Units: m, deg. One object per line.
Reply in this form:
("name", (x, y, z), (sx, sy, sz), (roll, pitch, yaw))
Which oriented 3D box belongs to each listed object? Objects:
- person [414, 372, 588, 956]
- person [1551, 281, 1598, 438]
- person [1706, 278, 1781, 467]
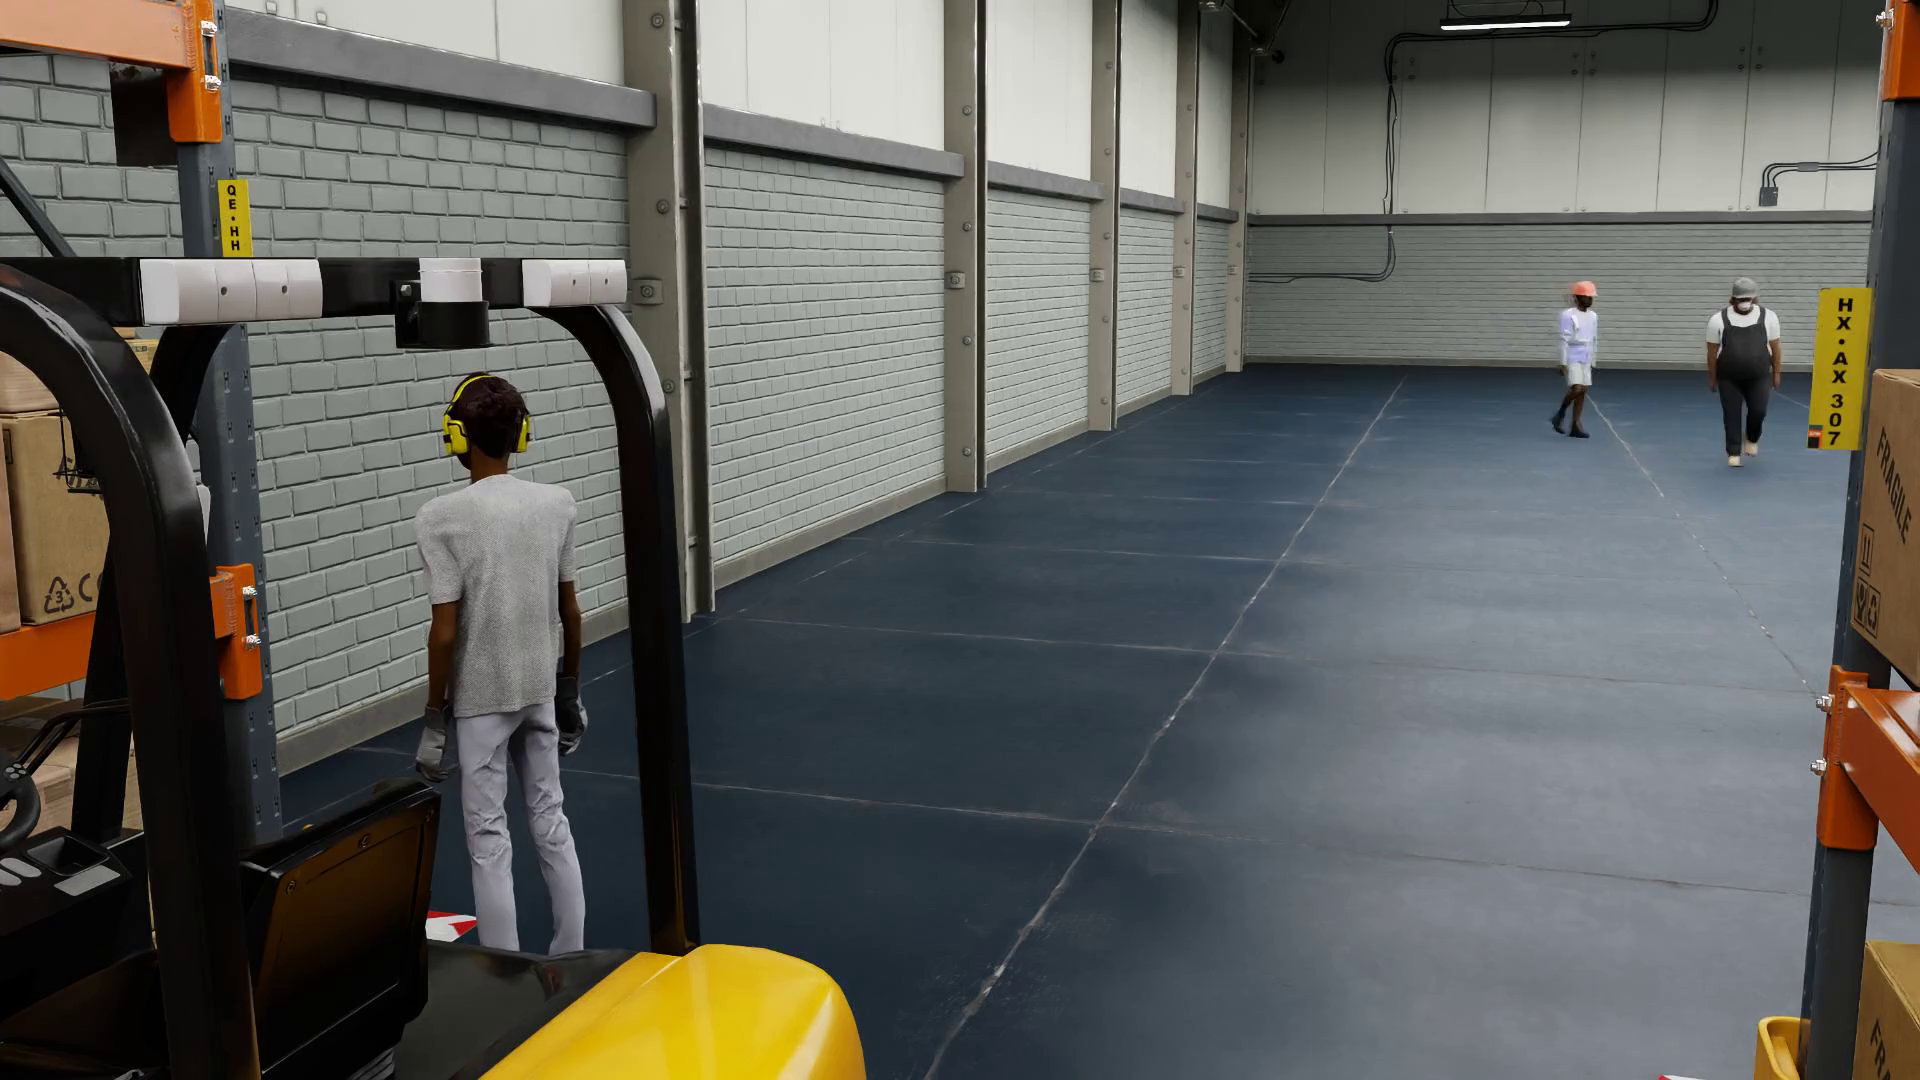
("person", (-1.285, 0.468, 4.666), (0.309, 1.868, 0.534), (8, 13, 41))
("person", (7.612, -2.214, 20.456), (0.564, 1.927, 0.423), (-5, 11, -26))
("person", (8.295, -1.798, 17.645), (0.733, 2.000, 0.681), (4, 10, 22))
